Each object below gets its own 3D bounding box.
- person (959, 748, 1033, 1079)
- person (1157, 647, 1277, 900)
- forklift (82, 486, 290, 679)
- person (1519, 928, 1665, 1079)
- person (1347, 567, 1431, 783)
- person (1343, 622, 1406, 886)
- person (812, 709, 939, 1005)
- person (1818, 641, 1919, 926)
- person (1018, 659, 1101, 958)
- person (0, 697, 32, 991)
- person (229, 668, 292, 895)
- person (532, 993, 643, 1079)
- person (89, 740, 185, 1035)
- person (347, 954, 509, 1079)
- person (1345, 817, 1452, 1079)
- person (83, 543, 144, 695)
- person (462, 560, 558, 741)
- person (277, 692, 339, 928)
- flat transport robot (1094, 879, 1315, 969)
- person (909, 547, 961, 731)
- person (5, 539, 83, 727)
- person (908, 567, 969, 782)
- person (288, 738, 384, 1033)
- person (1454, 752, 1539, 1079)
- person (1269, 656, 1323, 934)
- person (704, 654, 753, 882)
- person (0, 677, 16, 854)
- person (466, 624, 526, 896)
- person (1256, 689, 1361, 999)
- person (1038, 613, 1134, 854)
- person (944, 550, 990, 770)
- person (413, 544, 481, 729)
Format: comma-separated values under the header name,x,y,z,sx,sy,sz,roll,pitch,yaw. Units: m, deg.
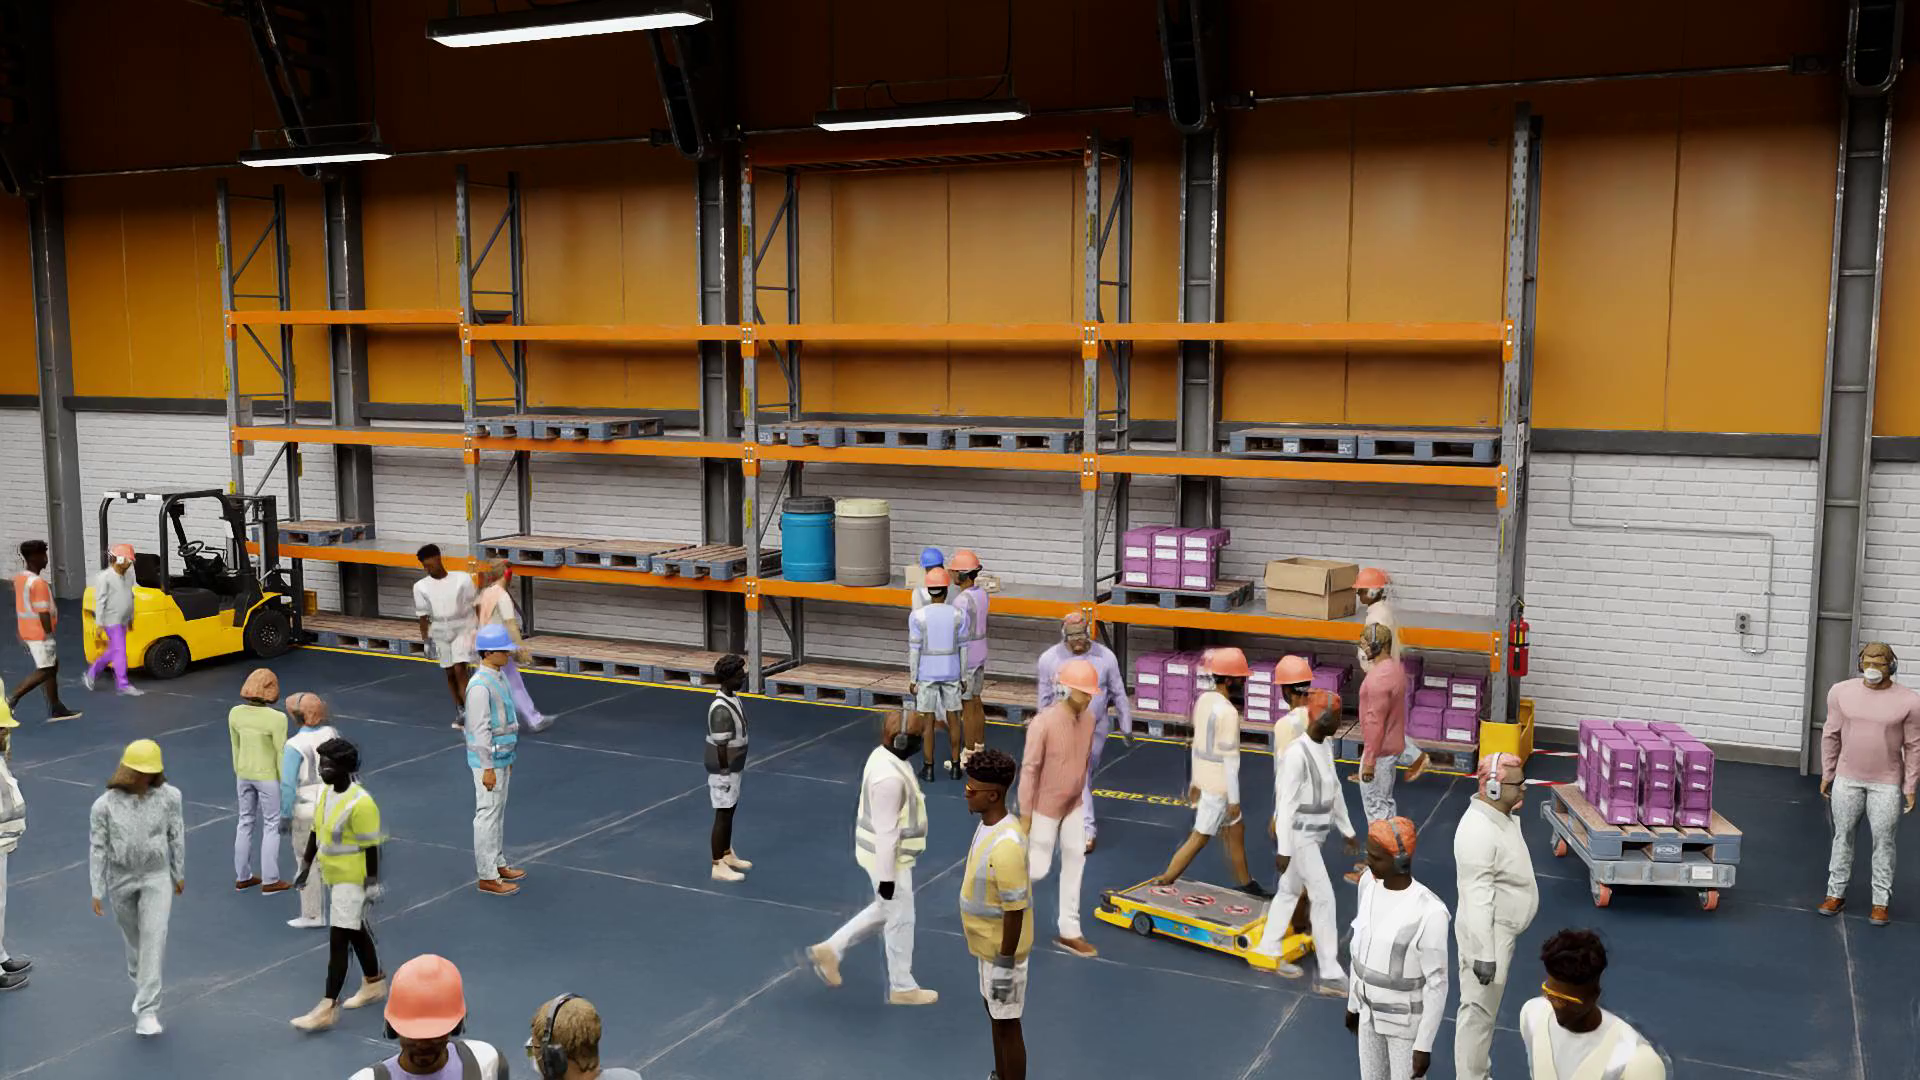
name,x,y,z,sx,sy,sz,roll,pitch,yaw
person,0.179,2.004,8.299,0.374,1.966,0.608,-1,7,-6
person,1.738,1.666,11.471,1.016,1.887,0.546,-1,7,-9
forklift,-9.426,0.454,20.179,1.214,2.155,2.313,3,8,26
person,2.400,2.308,6.164,1.040,1.894,0.621,-5,9,-36
person,3.780,1.225,14.729,0.658,1.976,0.628,2,7,17
person,3.058,1.559,12.170,0.391,1.929,0.630,3,8,23
person,-0.504,1.891,9.899,0.689,1.814,0.643,0,7,-2
person,6.216,1.647,11.367,0.627,1.941,0.370,6,9,39
person,0.556,1.706,10.867,0.634,1.953,0.818,-7,10,-44
person,-5.937,1.850,10.185,0.403,1.821,0.602,-4,8,-29
person,-5.031,1.731,11.970,0.496,1.623,0.298,2,7,18
person,-1.200,2.389,5.305,0.385,1.929,0.636,2,7,20
person,-4.731,1.982,9.594,0.492,1.682,0.873,-3,7,-23
person,-1.704,2.320,5.387,0.610,2.040,0.394,-7,10,-44
person,1.929,2.148,7.447,0.354,1.886,0.572,-3,8,-24
person,-9.534,0.886,18.646,0.764,1.706,0.636,1,7,8
person,-4.506,1.097,16.509,0.974,1.780,0.680,-3,8,-25
person,-4.337,1.823,11.197,0.400,1.625,0.520,1,7,12
flat transport robot,1.660,2.508,11.080,1.431,0.197,0.652,6,9,42
person,-0.197,1.026,16.590,0.615,1.913,0.818,-4,8,-32
person,-9.515,0.953,17.068,0.804,1.943,0.613,-7,10,-44
person,-0.199,1.210,14.994,0.547,1.934,0.376,-1,7,-9
person,-3.667,1.983,9.679,0.552,1.670,0.683,7,10,45
person,2.720,2.014,8.457,0.406,1.911,0.638,3,8,24
person,2.186,1.714,10.854,0.385,1.929,0.547,6,9,42
person,-1.712,1.668,12.229,0.321,1.686,0.536,0,7,0
person,-7.553,1.568,12.727,0.533,1.767,0.312,-2,7,-14
person,-3.358,1.567,11.987,0.391,1.948,0.605,-1,7,-5
person,2.210,1.835,10.195,0.872,1.839,0.591,4,8,27
person,0.983,1.468,13.261,0.732,1.851,0.998,-1,7,-6
person,0.051,1.108,15.390,0.379,2.043,0.609,3,7,21
person,-5.203,0.985,16.965,0.697,1.909,0.709,0,7,-1
